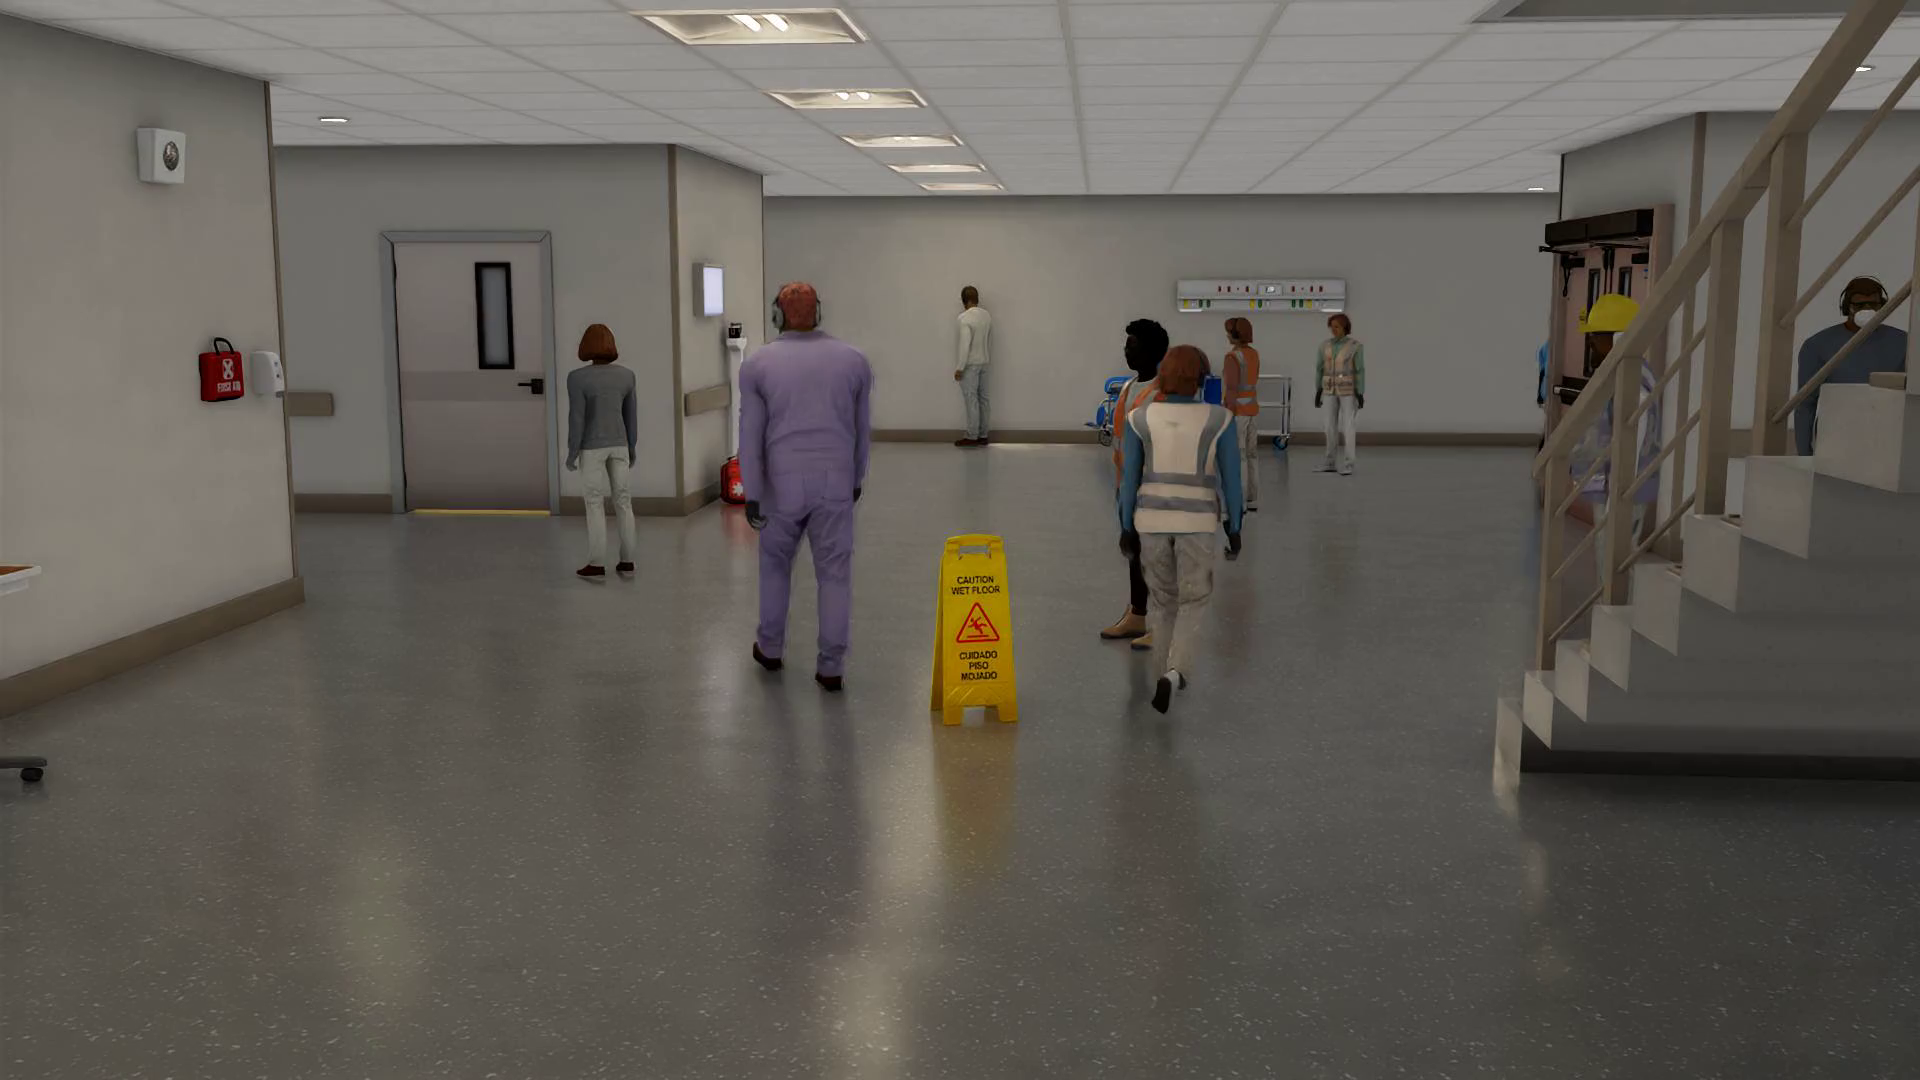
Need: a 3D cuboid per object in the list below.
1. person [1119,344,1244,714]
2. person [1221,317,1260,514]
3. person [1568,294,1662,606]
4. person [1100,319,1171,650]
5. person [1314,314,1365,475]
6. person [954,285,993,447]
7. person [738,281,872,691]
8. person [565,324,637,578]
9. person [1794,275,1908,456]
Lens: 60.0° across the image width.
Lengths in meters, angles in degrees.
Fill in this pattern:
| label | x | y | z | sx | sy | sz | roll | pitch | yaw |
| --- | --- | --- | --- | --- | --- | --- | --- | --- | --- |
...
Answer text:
| label | x | y | z | sx | sy | sz | roll | pitch | yaw |
| --- | --- | --- | --- | --- | --- | --- | --- | --- | --- |
| person | 0.939 | -0.038 | 7.190 | 0.551 | 1.610 | 0.698 | 3 | 9 | 19 |
| person | 2.333 | -1.035 | 13.868 | 0.310 | 1.636 | 0.523 | 6 | 10 | 34 |
| person | 3.054 | -0.230 | 7.785 | 0.405 | 1.824 | 0.585 | 3 | 9 | 17 |
| person | 0.951 | -0.287 | 8.579 | 0.319 | 1.696 | 0.532 | -4 | 9 | -23 |
| person | 3.853 | -1.473 | 16.871 | 0.566 | 1.629 | 0.332 | 7 | 11 | 41 |
| person | 0.149 | -2.084 | 20.000 | 0.370 | 1.934 | 0.627 | 5 | 10 | 33 |
| person | -0.749 | -0.269 | 7.865 | 0.657 | 1.871 | 0.897 | -2 | 9 | -16 |
| person | -2.305 | -0.571 | 10.721 | 0.509 | 1.632 | 0.267 | -8 | 11 | -43 |
| person | 5.089 | -0.532 | 9.480 | 0.635 | 1.928 | 0.381 | 2 | 9 | 10 |
